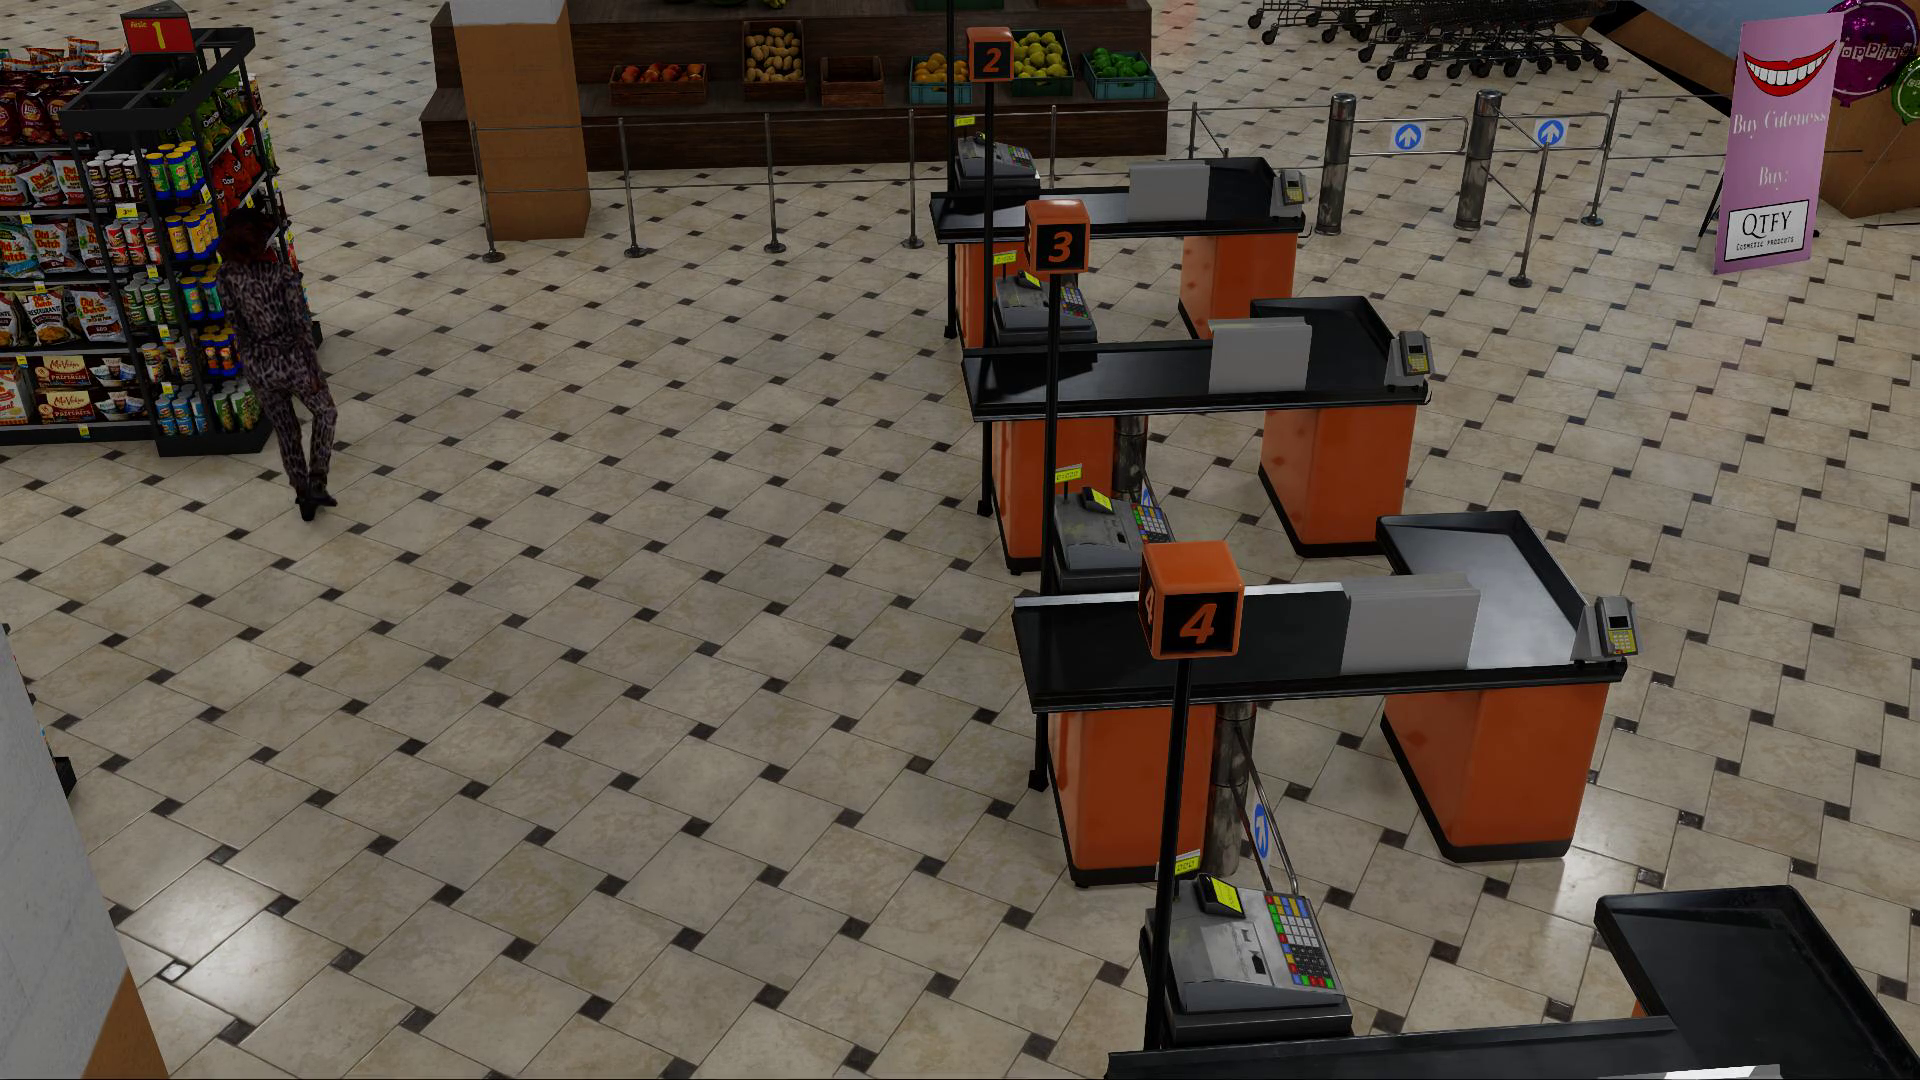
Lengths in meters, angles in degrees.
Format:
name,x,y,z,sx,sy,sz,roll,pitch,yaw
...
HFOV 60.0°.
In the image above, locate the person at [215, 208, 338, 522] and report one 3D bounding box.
name,x,y,z,sx,sy,sz,roll,pitch,yaw
person,-3.447,-0.826,8.373,0.569,1.705,0.618,-3,32,-4
